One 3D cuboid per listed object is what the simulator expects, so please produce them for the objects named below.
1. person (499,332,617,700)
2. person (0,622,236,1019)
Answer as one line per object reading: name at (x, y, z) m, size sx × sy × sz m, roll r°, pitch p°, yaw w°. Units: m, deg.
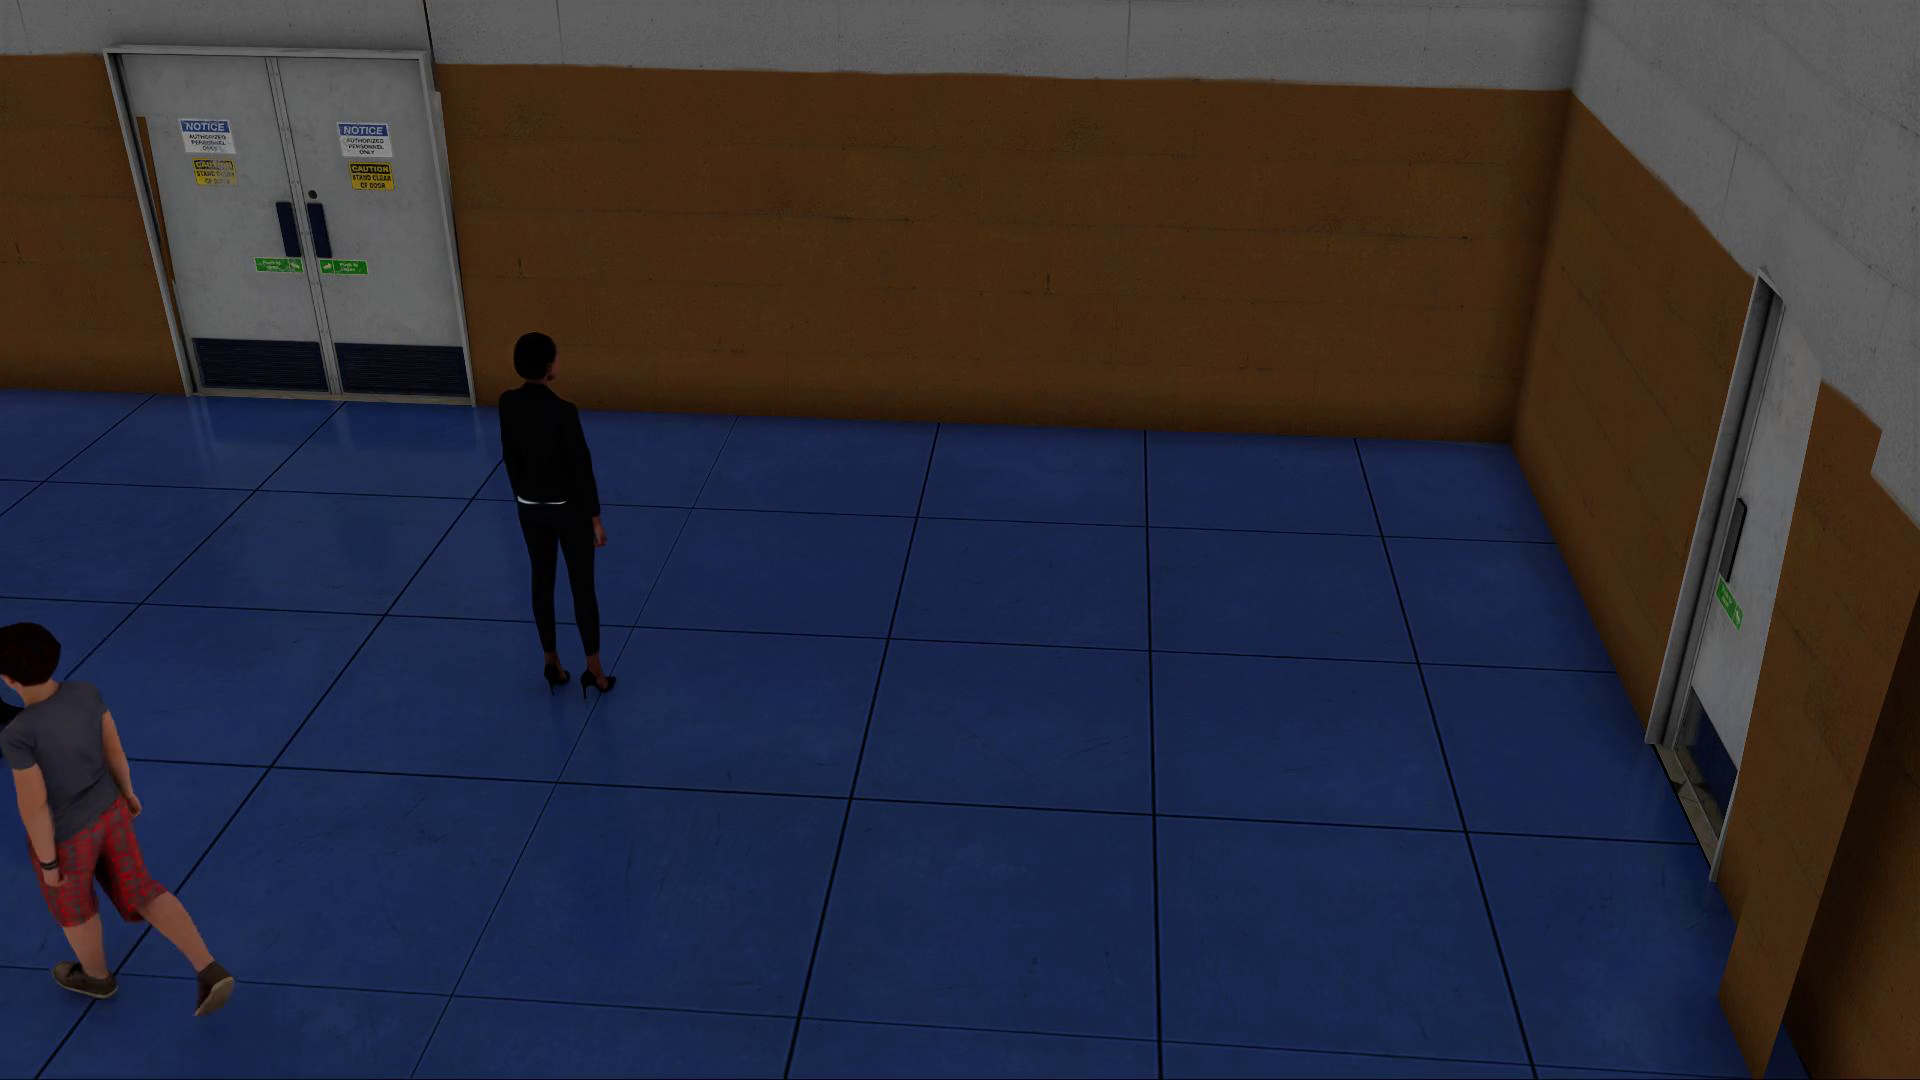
person at (-1.865, -0.091, 7.683) m, size 0.651 × 1.836 × 0.603 m, roll 10°, pitch 30°, yaw 18°
person at (-3.002, 1.039, 5.822) m, size 0.900 × 1.624 × 1.100 m, roll 12°, pitch 31°, yaw 22°
